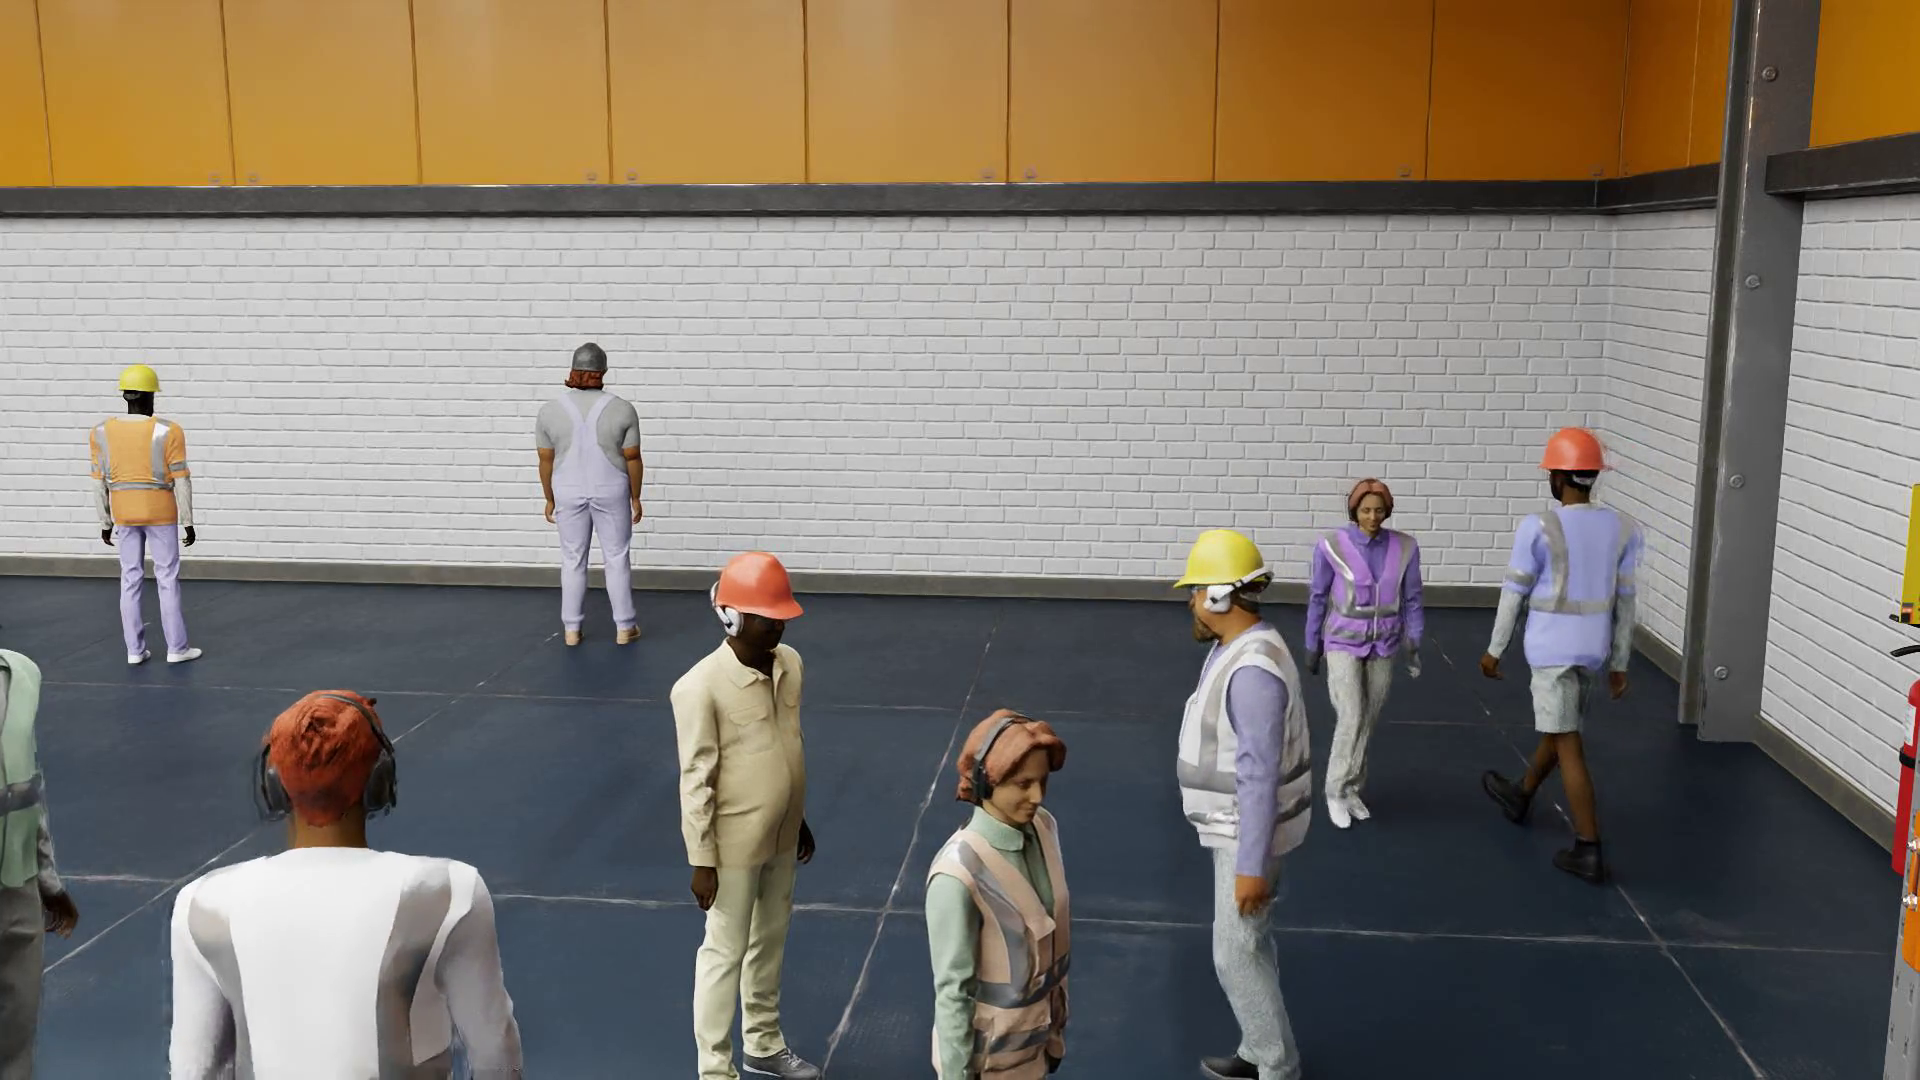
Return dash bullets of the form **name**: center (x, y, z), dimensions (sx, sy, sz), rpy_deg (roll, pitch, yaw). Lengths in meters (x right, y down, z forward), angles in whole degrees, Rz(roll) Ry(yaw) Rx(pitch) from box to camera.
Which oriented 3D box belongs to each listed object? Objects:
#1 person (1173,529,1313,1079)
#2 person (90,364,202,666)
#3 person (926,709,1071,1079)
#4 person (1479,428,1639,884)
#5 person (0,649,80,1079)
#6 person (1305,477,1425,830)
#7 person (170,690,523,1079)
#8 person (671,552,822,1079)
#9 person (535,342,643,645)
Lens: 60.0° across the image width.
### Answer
- **person**: center (0.871, 0.873, 5.083), dimensions (0.463, 1.806, 0.652), rpy_deg (1, 10, 5)
- **person**: center (-5.192, -0.155, 10.623), dimensions (0.593, 1.925, 0.384), rpy_deg (-1, 10, -4)
- **person**: center (0.091, 1.183, 3.790), dimensions (0.307, 1.638, 0.525), rpy_deg (5, 11, 26)
- **person**: center (2.569, 0.453, 7.247), dimensions (0.553, 1.882, 1.003), rpy_deg (-3, 10, -18)
- **person**: center (-2.585, 0.953, 4.334), dimensions (0.378, 1.913, 0.611), rpy_deg (2, 10, 10)
- **person**: center (1.865, 0.521, 7.631), dimensions (0.509, 1.618, 0.510), rpy_deg (-2, 10, -11)
- **person**: center (-1.133, 1.180, 3.226), dimensions (0.583, 1.841, 0.937), rpy_deg (0, 10, 1)
- **person**: center (-0.623, 0.896, 5.110), dimensions (0.342, 1.747, 0.574), rpy_deg (6, 11, 30)
- **person**: center (-2.469, -0.314, 11.210), dimensions (0.688, 2.000, 0.536), rpy_deg (-1, 10, -4)
